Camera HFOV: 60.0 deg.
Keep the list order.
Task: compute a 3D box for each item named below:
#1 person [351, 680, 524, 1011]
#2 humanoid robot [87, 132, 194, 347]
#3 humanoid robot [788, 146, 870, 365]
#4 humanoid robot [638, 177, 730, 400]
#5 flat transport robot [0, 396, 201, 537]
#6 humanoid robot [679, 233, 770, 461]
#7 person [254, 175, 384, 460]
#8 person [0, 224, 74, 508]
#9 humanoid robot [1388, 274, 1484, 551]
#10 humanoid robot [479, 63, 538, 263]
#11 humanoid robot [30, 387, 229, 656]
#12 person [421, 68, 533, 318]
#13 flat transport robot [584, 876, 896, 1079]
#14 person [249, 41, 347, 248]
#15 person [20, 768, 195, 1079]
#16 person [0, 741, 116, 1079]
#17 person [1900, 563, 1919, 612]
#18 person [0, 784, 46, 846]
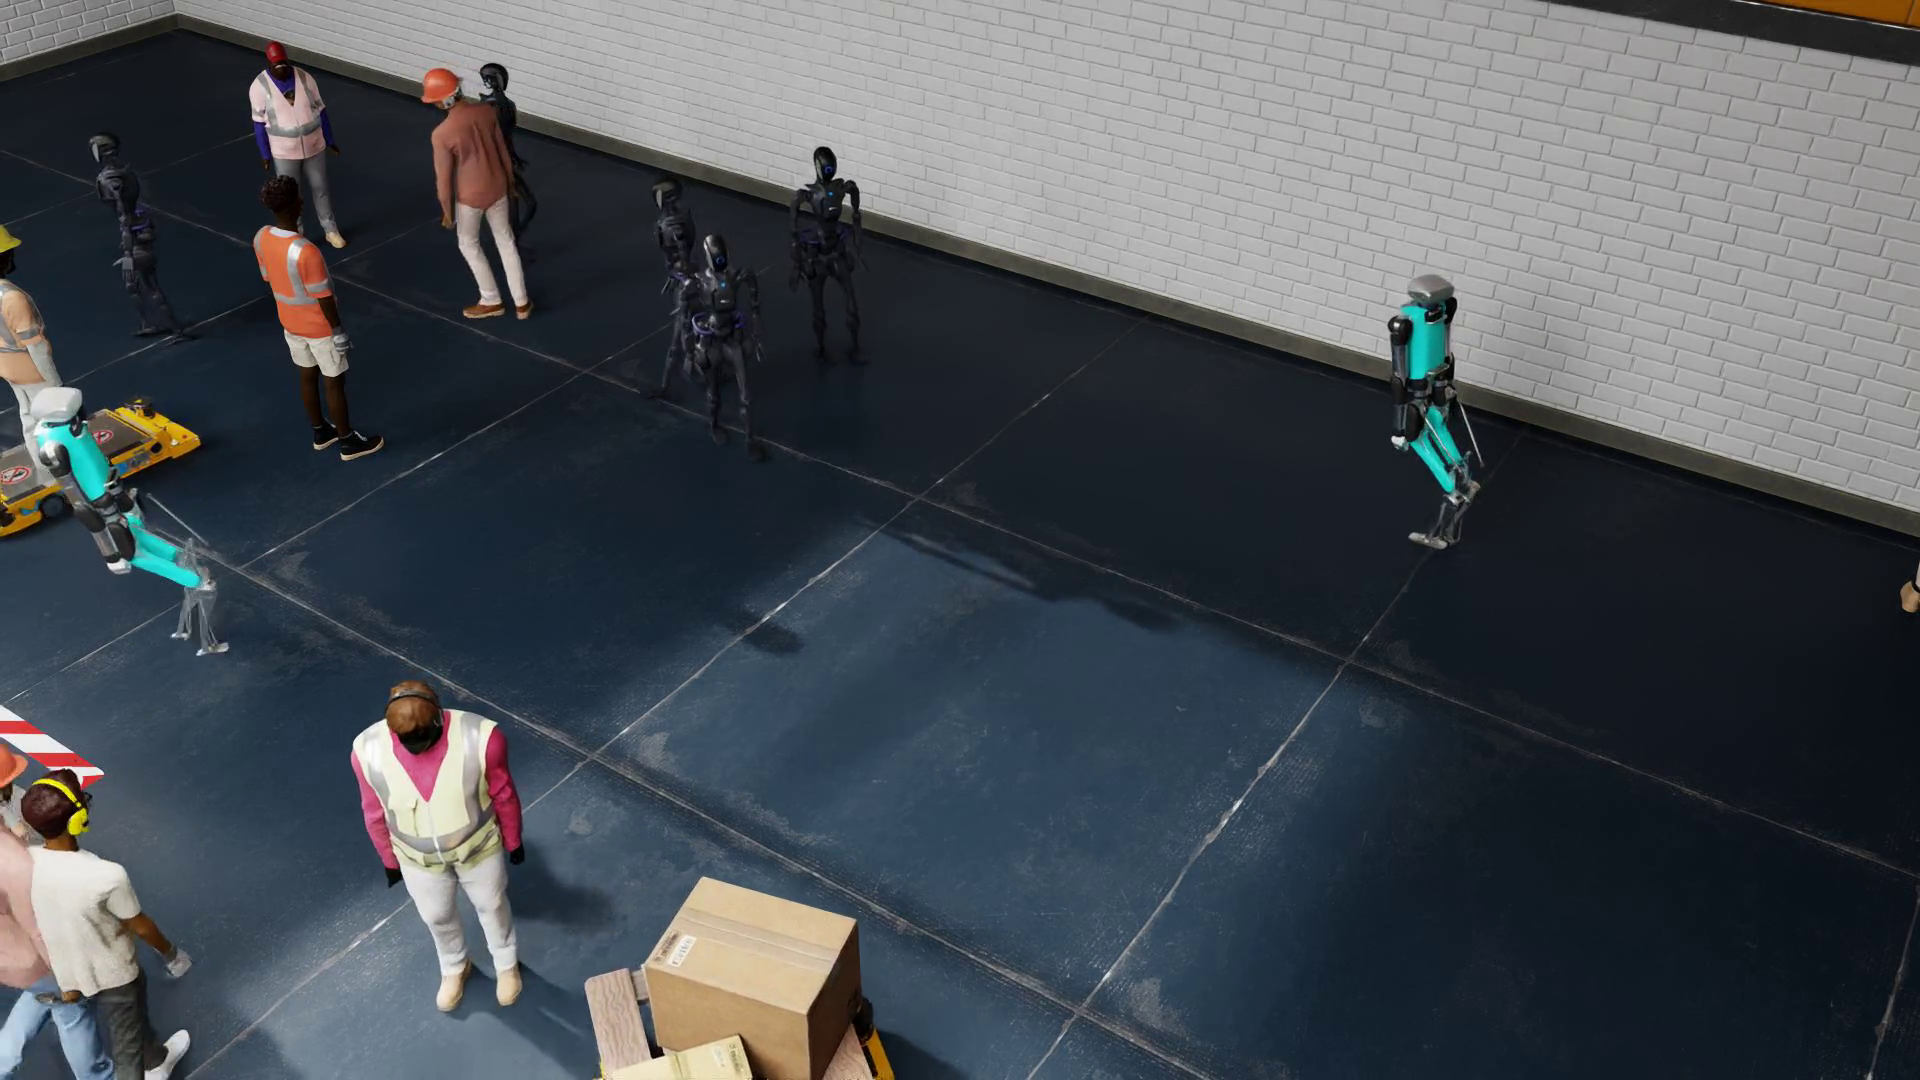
[{"bbox_3d":[-2.163,1.292,7.063,0.624,1.826,0.432,-6,35,-8],"label":"person"},{"bbox_3d":[-6.050,-2.167,12.134,0.456,1.649,0.600,-14,37,-19],"label":"humanoid robot"},{"bbox_3d":[-0.936,-2.016,11.916,0.612,1.649,0.396,-17,38,-23],"label":"humanoid robot"},{"bbox_3d":[-1.994,-1.755,11.559,0.696,1.630,0.611,-12,37,-16],"label":"humanoid robot"},{"bbox_3d":[-5.854,-0.496,10.972,0.659,0.231,1.431,24,41,30],"label":"flat transport robot"},{"bbox_3d":[-1.551,-1.291,10.893,0.586,1.630,0.635,-16,38,-22],"label":"humanoid robot"},{"bbox_3d":[-4.217,-1.434,10.834,0.606,1.966,0.368,21,40,27],"label":"person"},{"bbox_3d":[-5.797,-1.086,10.371,0.586,1.927,0.367,21,40,27],"label":"person"},{"bbox_3d":[2.898,-0.658,9.946,0.540,1.793,0.811,-25,42,-31],"label":"humanoid robot"},{"bbox_3d":[-3.620,-3.011,13.335,0.329,1.645,0.608,-5,35,-7],"label":"humanoid robot"},{"bbox_3d":[-4.377,-0.055,9.100,0.828,1.813,0.554,-7,36,-10],"label":"humanoid robot"},{"bbox_3d":[-3.590,-2.594,12.514,0.548,1.946,0.659,24,42,30],"label":"person"},{"bbox_3d":[-0.975,2.359,6.893,1.431,0.231,0.659,-12,37,-16],"label":"flat transport robot"},{"bbox_3d":[-5.369,-3.181,13.515,0.613,1.754,0.419,-22,41,-28],"label":"person"},{"bbox_3d":[-3.329,1.623,6.577,0.506,1.836,0.743,9,36,12],"label":"person"},{"bbox_3d":[-3.700,1.600,6.486,0.629,1.971,0.609,21,40,27],"label":"person"},{"bbox_3d":[5.778,-0.354,9.358,0.473,1.891,0.385,21,40,27],"label":"person"},{"bbox_3d":[-4.274,1.081,7.309,0.591,1.880,0.442,22,40,28],"label":"person"}]
